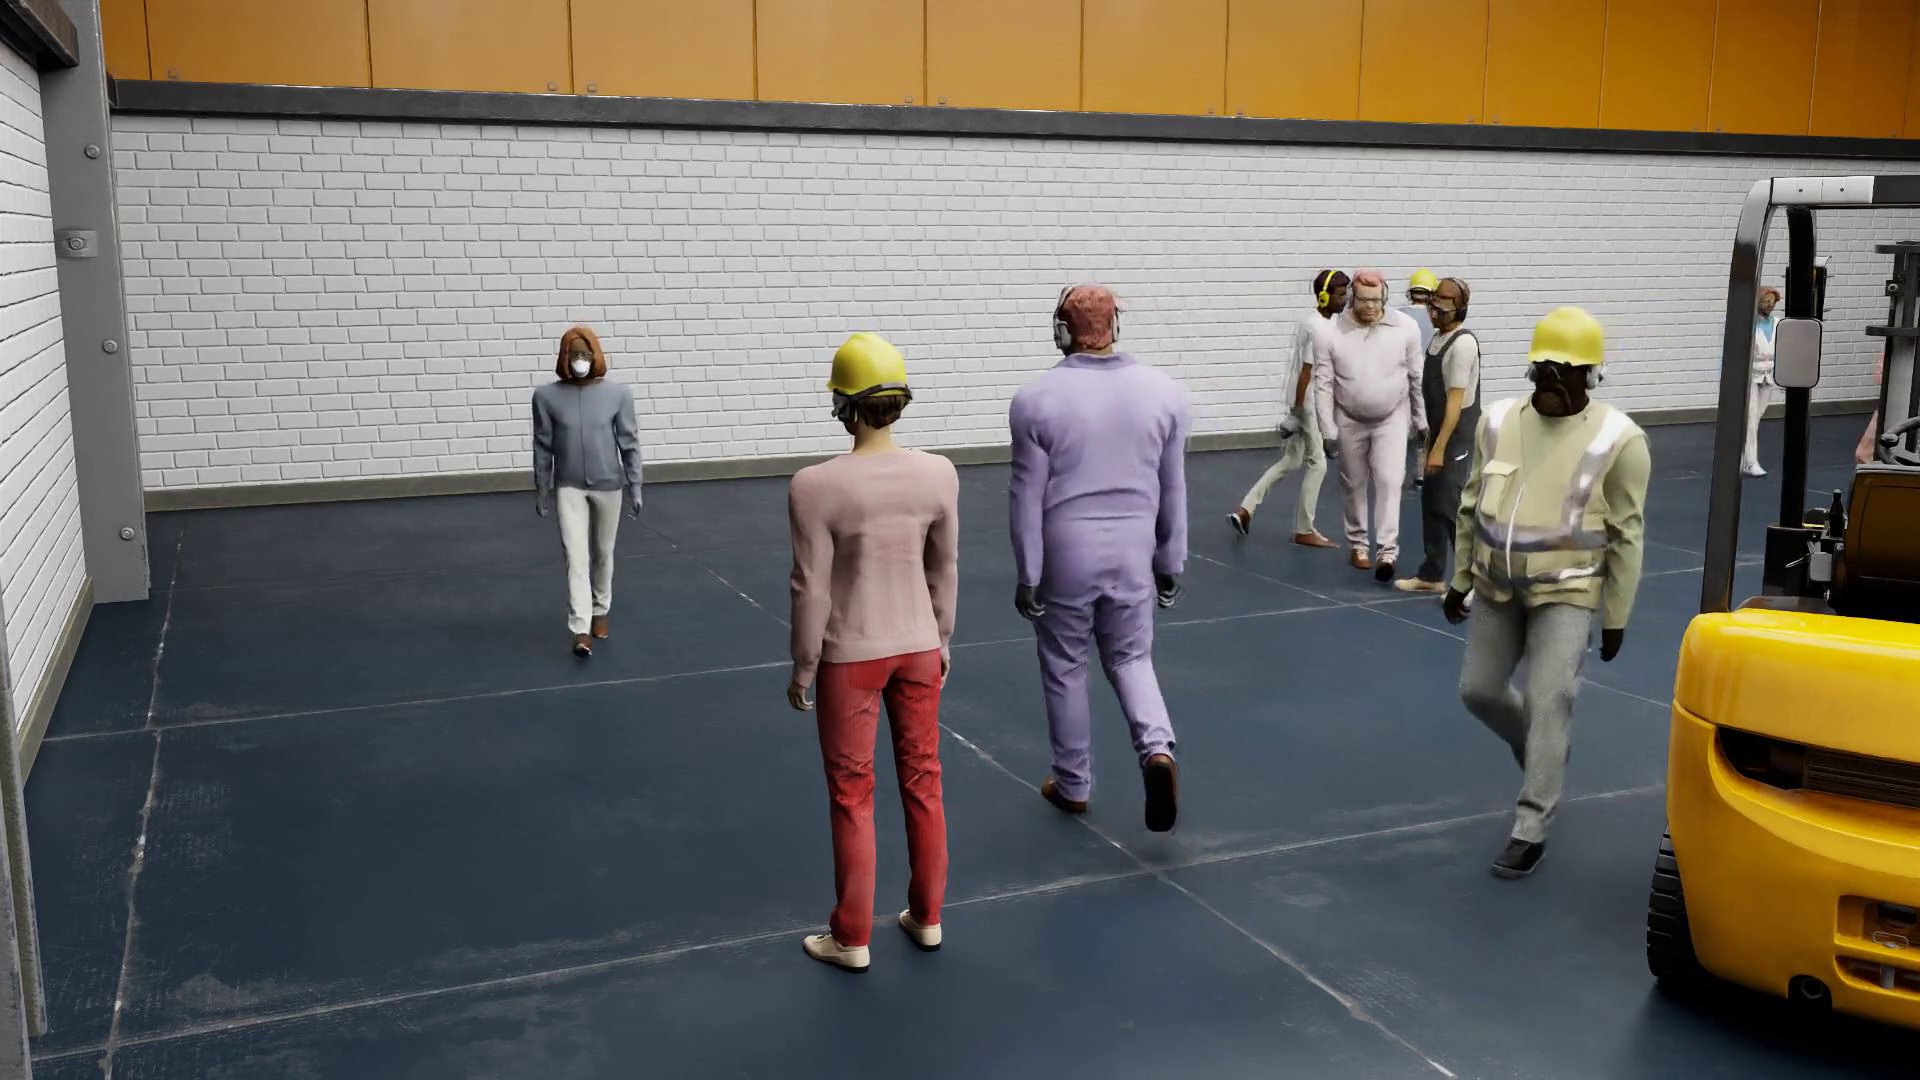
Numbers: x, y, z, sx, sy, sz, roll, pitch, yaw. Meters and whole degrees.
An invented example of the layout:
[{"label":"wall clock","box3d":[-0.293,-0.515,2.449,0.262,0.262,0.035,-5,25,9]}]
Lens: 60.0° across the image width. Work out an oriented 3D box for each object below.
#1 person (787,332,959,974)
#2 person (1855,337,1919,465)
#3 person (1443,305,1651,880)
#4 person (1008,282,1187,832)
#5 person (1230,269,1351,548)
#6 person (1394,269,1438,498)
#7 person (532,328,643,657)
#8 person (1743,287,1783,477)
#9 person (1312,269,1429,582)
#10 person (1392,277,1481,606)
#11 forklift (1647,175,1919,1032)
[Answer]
[{"label":"person","box3d":[-0.240,0.316,4.612,0.525,1.772,0.305,-7,12,-32]},{"label":"person","box3d":[6.222,-0.902,10.988,0.476,1.887,0.681,10,14,43]},{"label":"person","box3d":[1.905,0.145,5.419,0.674,1.814,0.627,-9,14,-41]},{"label":"person","box3d":[0.477,0.074,5.634,0.639,1.883,0.721,-3,11,-17]},{"label":"person","box3d":[2.163,-0.855,10.918,0.724,1.834,0.566,1,10,7]},{"label":"person","box3d":[3.578,-1.238,13.120,0.584,1.793,0.923,3,11,14]},{"label":"person","box3d":[-1.821,-0.242,8.161,0.519,1.580,0.842,-2,11,-13]},{"label":"person","box3d":[6.848,-1.334,14.160,0.527,1.606,0.783,-2,10,-10]},{"label":"person","box3d":[2.443,-0.673,9.881,0.714,1.832,0.997,2,11,13]},{"label":"person","box3d":[2.729,-0.544,9.260,0.407,1.817,0.596,0,10,2]},{"label":"forklift","box3d":[2.810,0.094,4.662,1.214,2.155,2.313,7,12,34]}]
